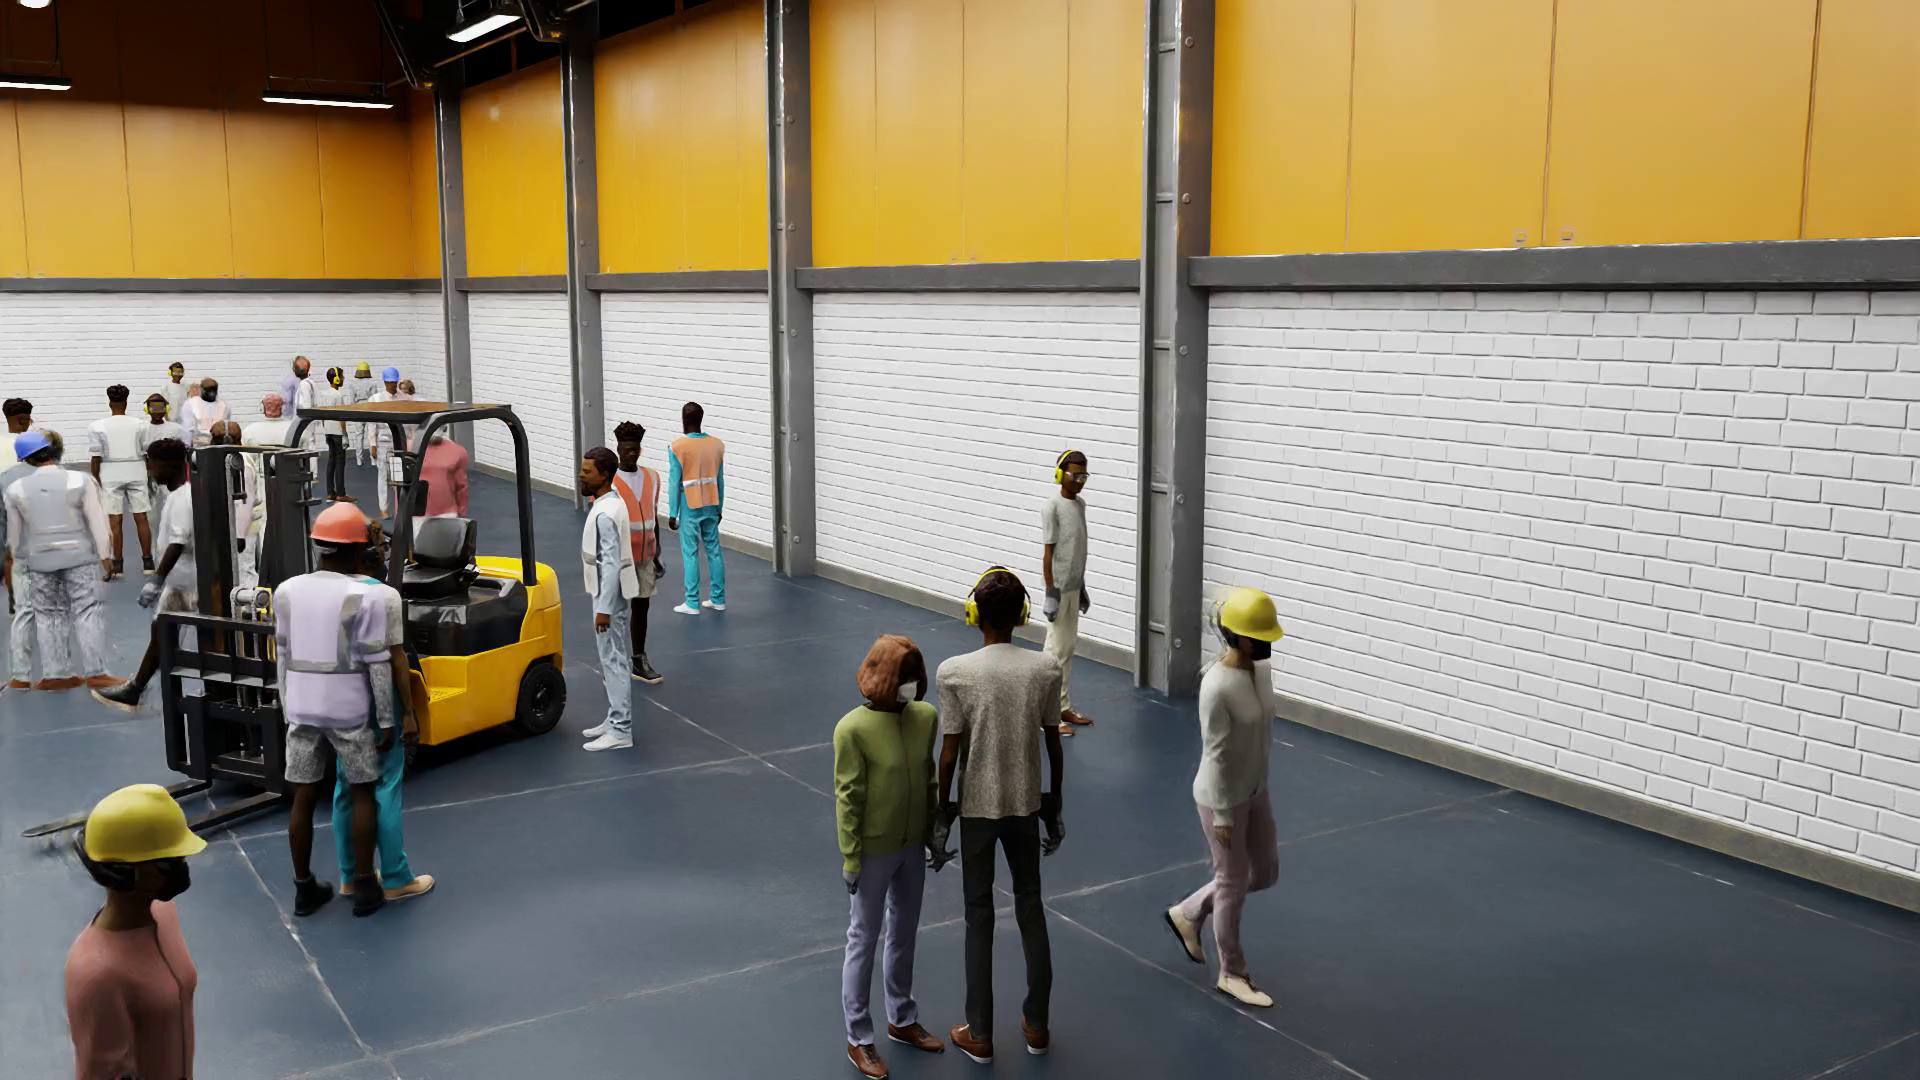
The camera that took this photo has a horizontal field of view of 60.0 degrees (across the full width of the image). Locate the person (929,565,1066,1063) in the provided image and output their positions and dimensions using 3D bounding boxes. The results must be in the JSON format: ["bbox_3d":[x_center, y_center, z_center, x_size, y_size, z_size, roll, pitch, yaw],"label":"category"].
[{"bbox_3d":[0.143,1.027,6.260,0.528,1.869,0.313,-2,9,-16],"label":"person"}]

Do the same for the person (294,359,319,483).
[{"bbox_3d":[-9.921,-1.795,25.233,0.355,1.883,0.574,-3,9,-18],"label":"person"}]

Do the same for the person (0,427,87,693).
[{"bbox_3d":[-6.668,0.155,12.023,0.732,1.919,0.385,0,8,-3],"label":"person"}]

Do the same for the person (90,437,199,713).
[{"bbox_3d":[-5.357,0.260,11.285,1.027,1.901,0.623,-5,10,-33],"label":"person"}]

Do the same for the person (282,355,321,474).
[{"bbox_3d":[-10.525,-1.982,26.412,0.563,1.917,0.631,3,9,19],"label":"person"}]

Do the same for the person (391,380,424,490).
[{"bbox_3d":[-8.042,-1.516,24.251,0.530,1.605,0.780,1,8,5],"label":"person"}]

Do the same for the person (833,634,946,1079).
[{"bbox_3d":[-0.257,1.154,6.196,0.289,1.633,0.498,8,12,43],"label":"person"}]

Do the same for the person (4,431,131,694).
[{"bbox_3d":[-6.419,0.165,12.000,0.762,1.905,0.414,-3,9,-17],"label":"person"}]

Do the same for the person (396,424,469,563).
[{"bbox_3d":[-4.577,-0.213,14.445,0.631,1.916,0.756,-4,10,-27],"label":"person"}]

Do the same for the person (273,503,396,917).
[{"bbox_3d":[-2.884,0.788,7.740,0.547,1.918,0.458,2,9,10],"label":"person"}]

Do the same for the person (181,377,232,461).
[{"bbox_3d":[-9.615,-1.173,21.262,0.634,1.818,0.720,-7,11,-41],"label":"person"}]

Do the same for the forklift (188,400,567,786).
[{"bbox_3d":[-3.529,0.258,10.348,1.214,2.155,2.313,4,9,25],"label":"forklift"}]

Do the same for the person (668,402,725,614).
[{"bbox_3d":[-2.360,-0.288,15.004,0.389,1.910,0.584,8,12,44],"label":"person"}]

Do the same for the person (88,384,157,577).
[{"bbox_3d":[-8.520,-0.608,16.948,0.612,1.964,0.364,-5,10,-31],"label":"person"}]

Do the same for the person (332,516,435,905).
[{"bbox_3d":[-2.791,0.801,7.861,0.507,1.847,0.343,3,9,21],"label":"person"}]

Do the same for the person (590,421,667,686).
[{"bbox_3d":[-2.413,0.105,12.148,0.362,1.962,0.614,8,11,42],"label":"person"}]

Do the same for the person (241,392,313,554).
[{"bbox_3d":[-6.743,-0.502,16.436,0.654,1.906,0.407,-5,10,-28],"label":"person"}]

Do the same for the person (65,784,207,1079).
[{"bbox_3d":[-2.023,1.430,4.051,0.920,1.720,0.545,-1,8,-4],"label":"person"}]

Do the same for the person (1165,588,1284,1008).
[{"bbox_3d":[1.077,1.026,6.719,0.509,1.738,0.536,7,11,39],"label":"person"}]

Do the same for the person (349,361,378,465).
[{"bbox_3d":[-9.974,-2.123,27.913,0.486,1.745,0.295,1,8,4],"label":"person"}]

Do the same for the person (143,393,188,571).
[{"bbox_3d":[-8.295,-0.598,17.257,0.523,1.860,0.317,-3,9,-20],"label":"person"}]

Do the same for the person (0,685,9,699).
[{"bbox_3d":[-6.789,0.368,10.977,0.592,1.777,0.940,7,11,41],"label":"person"}]

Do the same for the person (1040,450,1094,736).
[{"bbox_3d":[0.707,0.336,10.942,0.327,1.863,0.514,5,10,31],"label":"person"}]

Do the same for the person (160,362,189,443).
[{"bbox_3d":[-11.661,-1.724,24.825,0.332,1.865,0.520,3,9,20],"label":"person"}]

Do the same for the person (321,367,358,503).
[{"bbox_3d":[-8.593,-1.449,22.947,0.534,1.869,0.311,7,11,40],"label":"person"}]

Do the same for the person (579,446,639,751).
[{"bbox_3d":[-2.230,0.364,10.552,0.386,1.921,0.596,-2,9,-11],"label":"person"}]

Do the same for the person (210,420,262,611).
[{"bbox_3d":[-6.005,-0.074,13.768,0.428,1.842,0.631,-5,10,-29],"label":"person"}]

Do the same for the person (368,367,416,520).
[{"bbox_3d":[-7.240,-1.238,21.254,0.614,1.946,0.390,-6,11,-37],"label":"person"}]
